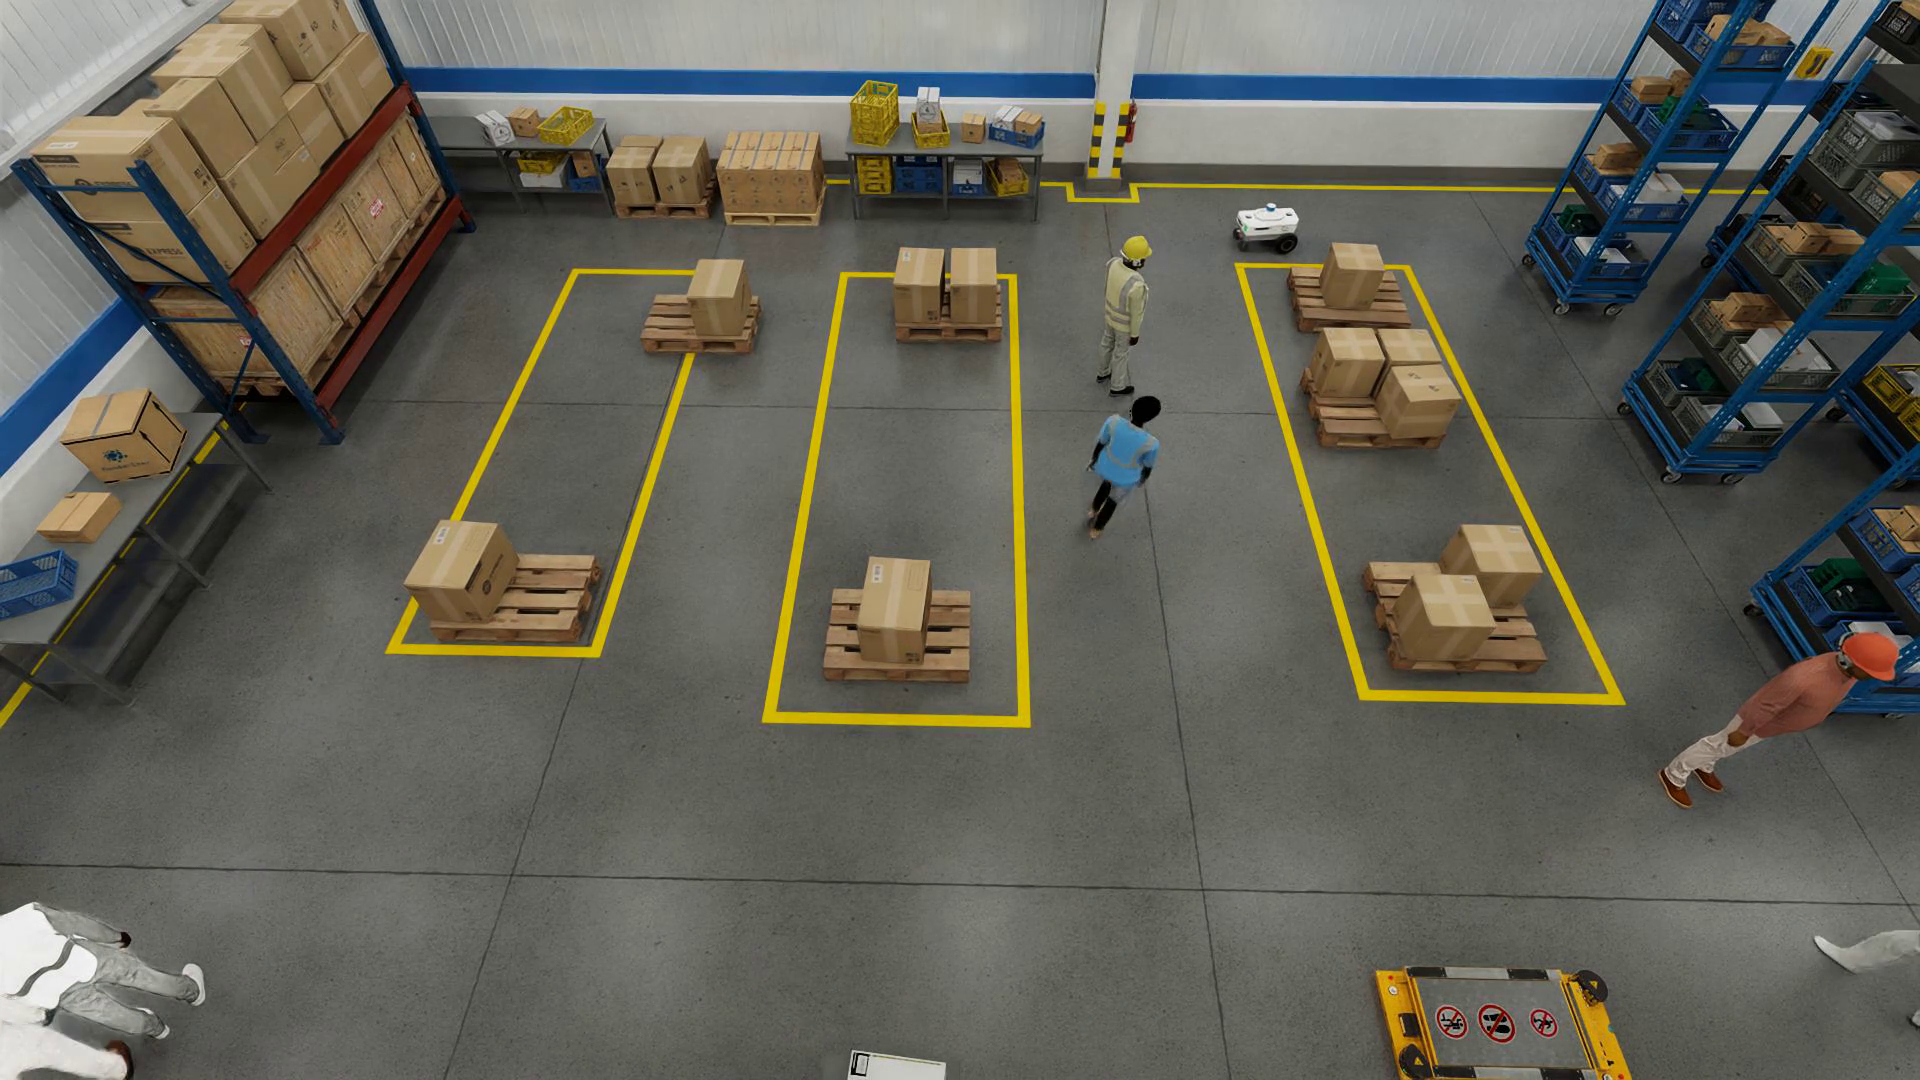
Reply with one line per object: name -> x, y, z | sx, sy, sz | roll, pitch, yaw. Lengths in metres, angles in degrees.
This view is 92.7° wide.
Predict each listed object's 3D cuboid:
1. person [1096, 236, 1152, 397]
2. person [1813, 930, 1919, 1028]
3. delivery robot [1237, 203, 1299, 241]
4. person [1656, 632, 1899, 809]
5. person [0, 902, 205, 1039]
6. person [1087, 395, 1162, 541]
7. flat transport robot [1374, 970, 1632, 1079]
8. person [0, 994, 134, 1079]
person -> 1.667, -2.263, 9.312 | 0.404, 1.832, 0.594 | -19, 53, -15
person -> 6.194, 2.502, 5.583 | 0.573, 1.598, 0.613 | -3, 51, -3
delivery robot -> 3.833, -3.966, 11.461 | 0.707, 0.478, 0.477 | -5, 51, -4
person -> 5.630, 1.239, 6.354 | 0.611, 1.995, 0.375 | -17, 53, -13
person -> -5.229, 2.526, 5.353 | 0.391, 1.920, 0.587 | 31, 57, 23
person -> 1.433, -0.623, 8.075 | 0.569, 1.664, 0.533 | 35, 59, 25
flat transport robot -> 3.501, 3.133, 5.914 | 1.431, 0.197, 0.652 | 1, 51, 1
person -> -5.442, 2.900, 5.072 | 0.405, 1.890, 0.685 | 28, 56, 21
